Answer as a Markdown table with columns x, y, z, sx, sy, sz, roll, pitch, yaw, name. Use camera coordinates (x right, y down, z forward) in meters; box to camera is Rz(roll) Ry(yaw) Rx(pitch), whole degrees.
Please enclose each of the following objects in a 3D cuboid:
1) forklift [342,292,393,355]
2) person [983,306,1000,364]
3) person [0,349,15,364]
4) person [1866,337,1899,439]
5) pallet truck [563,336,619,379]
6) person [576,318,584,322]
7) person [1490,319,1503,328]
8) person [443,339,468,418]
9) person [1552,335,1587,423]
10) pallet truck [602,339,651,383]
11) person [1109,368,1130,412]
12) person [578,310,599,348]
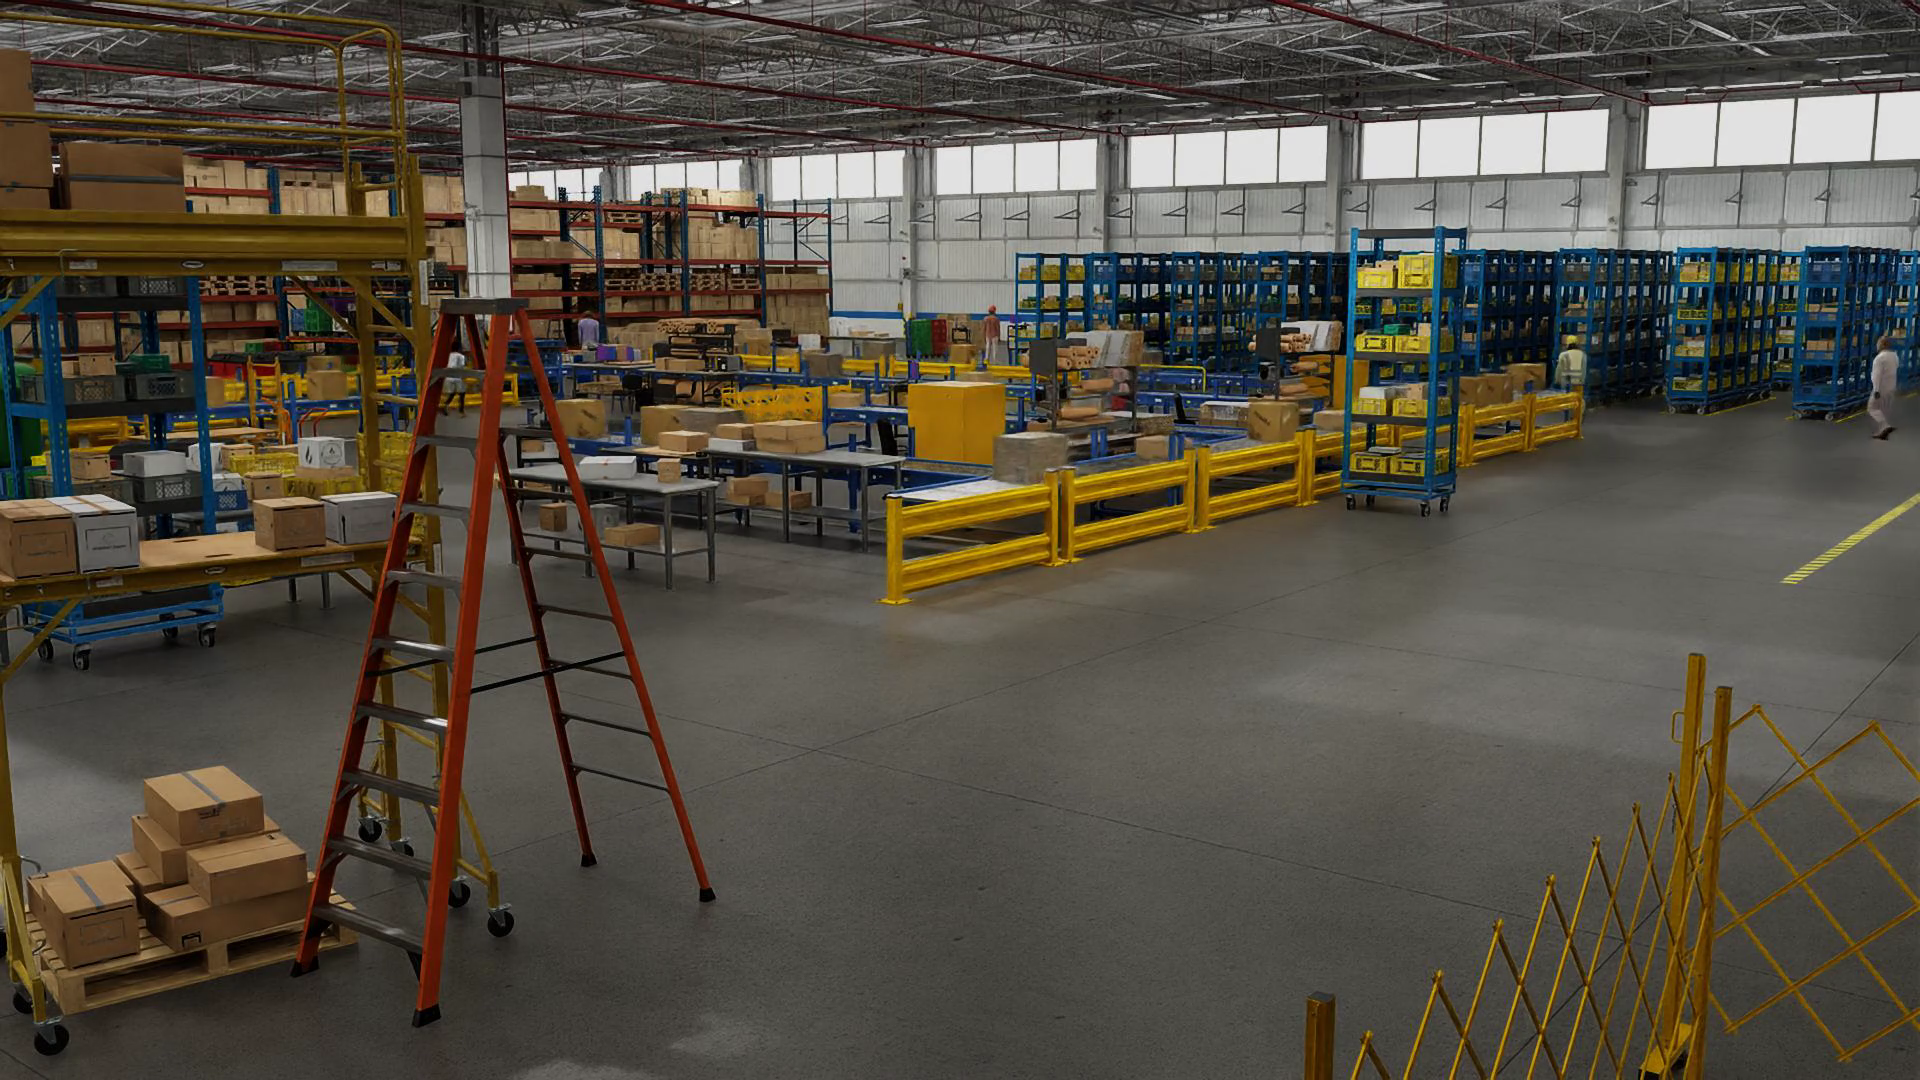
| x | y | z | sx | sy | sz | roll | pitch | yaw | name |
| --- | --- | --- | --- | --- | --- | --- | --- | --- | --- |
| -16.485 | -5.622 | 45.120 | 1.129 | 2.768 | 1.873 | 7 | 11 | 37 | forklift |
| 1.048 | -6.635 | 54.195 | 0.611 | 1.996 | 0.379 | 5 | 10 | 29 | person |
| -16.514 | -2.485 | 28.817 | 0.626 | 1.819 | 0.415 | 8 | 12 | 42 | person |
| 16.883 | -2.767 | 30.408 | 0.660 | 1.888 | 0.436 | -5 | 10 | -29 | person |
| -10.690 | -5.294 | 48.215 | 1.601 | 1.201 | 0.680 | -5 | 10 | -26 | pallet truck |
| -14.456 | -8.111 | 63.942 | 0.648 | 1.837 | 0.429 | -2 | 9 | -12 | person |
| 16.337 | -5.970 | 50.650 | 0.568 | 1.805 | 0.931 | 5 | 11 | 30 | person |
| -10.569 | -3.369 | 34.771 | 0.544 | 1.678 | 0.511 | 3 | 10 | 19 | person |
| 12.100 | -3.171 | 33.141 | 0.605 | 1.812 | 0.591 | -2 | 9 | -14 | person |
| -8.991 | -4.871 | 45.351 | 0.653 | 1.274 | 1.630 | 7 | 11 | 37 | pallet truck |
| 2.922 | -2.678 | 30.240 | 0.328 | 1.759 | 0.524 | -6 | 11 | -31 | person |
| -11.296 | -6.032 | 50.659 | 0.624 | 1.931 | 0.377 | -1 | 9 | -7 | person |
